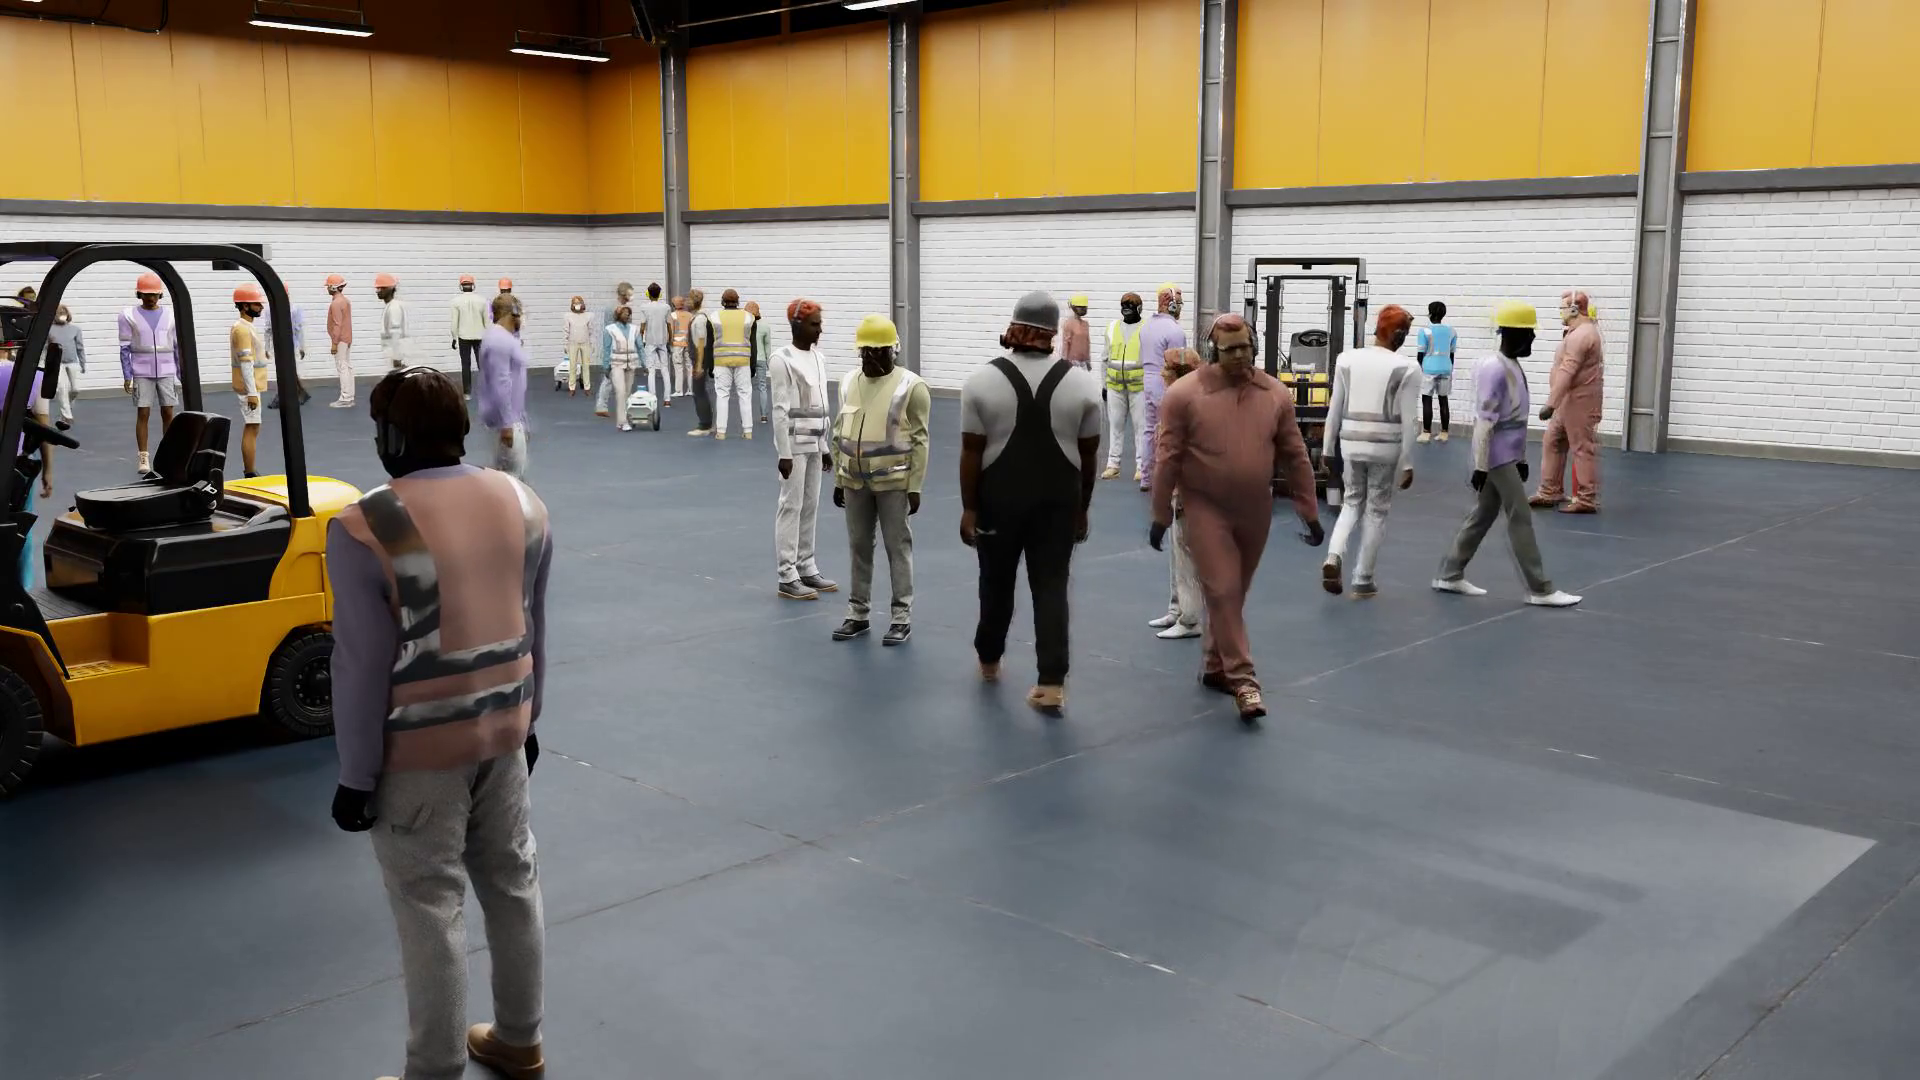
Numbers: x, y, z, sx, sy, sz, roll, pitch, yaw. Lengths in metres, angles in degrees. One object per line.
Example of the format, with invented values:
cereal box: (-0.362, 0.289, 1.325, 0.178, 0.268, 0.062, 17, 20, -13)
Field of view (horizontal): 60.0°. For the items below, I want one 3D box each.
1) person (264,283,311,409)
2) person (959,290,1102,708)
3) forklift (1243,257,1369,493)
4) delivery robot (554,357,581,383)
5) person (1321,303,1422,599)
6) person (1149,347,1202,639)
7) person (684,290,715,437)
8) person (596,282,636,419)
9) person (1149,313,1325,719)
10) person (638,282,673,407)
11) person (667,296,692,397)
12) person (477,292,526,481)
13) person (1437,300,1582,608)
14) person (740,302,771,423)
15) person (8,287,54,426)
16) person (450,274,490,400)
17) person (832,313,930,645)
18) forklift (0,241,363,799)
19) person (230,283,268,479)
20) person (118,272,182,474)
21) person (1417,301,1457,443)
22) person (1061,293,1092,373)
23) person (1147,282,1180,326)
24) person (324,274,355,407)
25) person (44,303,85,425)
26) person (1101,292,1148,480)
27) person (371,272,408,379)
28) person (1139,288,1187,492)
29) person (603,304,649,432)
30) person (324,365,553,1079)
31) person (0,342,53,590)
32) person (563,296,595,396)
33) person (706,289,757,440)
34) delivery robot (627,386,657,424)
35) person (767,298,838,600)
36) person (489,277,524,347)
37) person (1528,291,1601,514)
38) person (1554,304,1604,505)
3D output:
person: (-10.120, -2.925, 24.980, 0.569, 1.877, 0.957, 2, 9, 11)
person: (0.331, -0.244, 8.006, 0.684, 2.000, 1.027, -1, 9, -6)
forklift: (3.309, -1.629, 16.029, 1.214, 2.155, 2.313, 2, 9, 11)
delivery robot: (-6.720, -2.890, 28.491, 0.477, 0.478, 0.707, -1, 9, -3)
person: (2.523, -0.529, 10.299, 0.637, 1.860, 0.526, 7, 11, 36)
person: (1.244, -0.266, 9.372, 0.306, 1.640, 0.523, 0, 9, 0)
person: (-3.236, -2.190, 20.676, 0.379, 1.818, 0.699, -2, 9, -11)
person: (-4.649, -2.602, 22.917, 0.859, 1.890, 0.659, 1, 9, 5)
person: (1.326, -0.115, 7.753, 0.782, 1.851, 0.931, -3, 10, -16)
person: (-4.557, -2.909, 24.874, 0.512, 1.872, 0.330, -4, 10, -24)
person: (-4.523, -3.131, 26.946, 0.314, 1.636, 0.516, 9, 13, 42)
person: (-3.281, -0.807, 11.914, 0.373, 1.902, 0.712, -1, 9, -9)
person: (3.417, -0.538, 10.313, 0.902, 1.880, 0.604, 5, 10, 26)
person: (-2.785, -2.384, 22.375, 0.500, 1.633, 0.280, -4, 10, -21)
person: (-11.870, -2.323, 21.374, 0.886, 1.833, 0.560, 7, 12, 38)
person: (-7.765, -3.212, 26.377, 0.610, 1.984, 0.400, -5, 11, -29)
person: (-0.461, -0.334, 9.208, 0.588, 1.829, 0.404, 5, 10, 26)
forklift: (-3.706, -0.171, 7.093, 1.214, 2.155, 2.313, 9, 13, 43)
person: (-6.601, -1.420, 15.534, 0.358, 1.938, 0.548, -4, 10, -22)
person: (-8.180, -1.690, 16.895, 0.605, 2.035, 0.384, -7, 11, -36)
person: (5.674, -1.999, 19.851, 0.537, 1.691, 0.321, -3, 10, -18)
person: (1.528, -2.301, 21.483, 0.363, 1.751, 0.544, 7, 12, 38)
person: (2.225, -1.819, 18.013, 0.366, 1.926, 0.594, 7, 11, 35)
person: (-9.304, -2.984, 24.952, 0.377, 1.995, 0.608, -1, 9, -6)
person: (-11.968, -2.346, 22.205, 0.506, 1.622, 0.547, -8, 13, -42)
person: (1.669, -1.508, 16.368, 0.621, 1.845, 0.429, 4, 10, 24)
person: (-7.118, -2.348, 20.954, 0.503, 2.026, 0.636, -4, 10, -25)
person: (1.898, -1.356, 15.267, 0.402, 1.902, 0.639, -4, 10, -23)
person: (-4.225, -2.178, 21.155, 0.535, 1.609, 0.733, -8, 12, -41)
person: (-1.274, 0.499, 4.063, 0.430, 1.844, 0.624, 6, 11, 32)
person: (-5.735, -0.442, 9.940, 0.584, 1.810, 0.918, -6, 11, -33)
person: (-6.215, -3.163, 27.148, 0.507, 1.632, 0.265, -3, 10, -16)
person: (-2.777, -2.136, 20.264, 0.621, 1.835, 0.430, -2, 10, -14)
delivery robot: (-4.111, -1.744, 21.464, 0.477, 0.478, 0.707, -1, 9, -5)
person: (-0.990, -0.575, 10.518, 0.356, 1.884, 0.572, 4, 10, 23)
person: (-7.519, -3.393, 27.641, 0.548, 1.933, 0.375, -4, 10, -23)
person: (5.077, -1.159, 14.091, 0.745, 1.883, 0.642, 3, 10, 19)
person: (5.441, -1.186, 14.621, 0.313, 1.768, 0.533, -4, 10, -26)
